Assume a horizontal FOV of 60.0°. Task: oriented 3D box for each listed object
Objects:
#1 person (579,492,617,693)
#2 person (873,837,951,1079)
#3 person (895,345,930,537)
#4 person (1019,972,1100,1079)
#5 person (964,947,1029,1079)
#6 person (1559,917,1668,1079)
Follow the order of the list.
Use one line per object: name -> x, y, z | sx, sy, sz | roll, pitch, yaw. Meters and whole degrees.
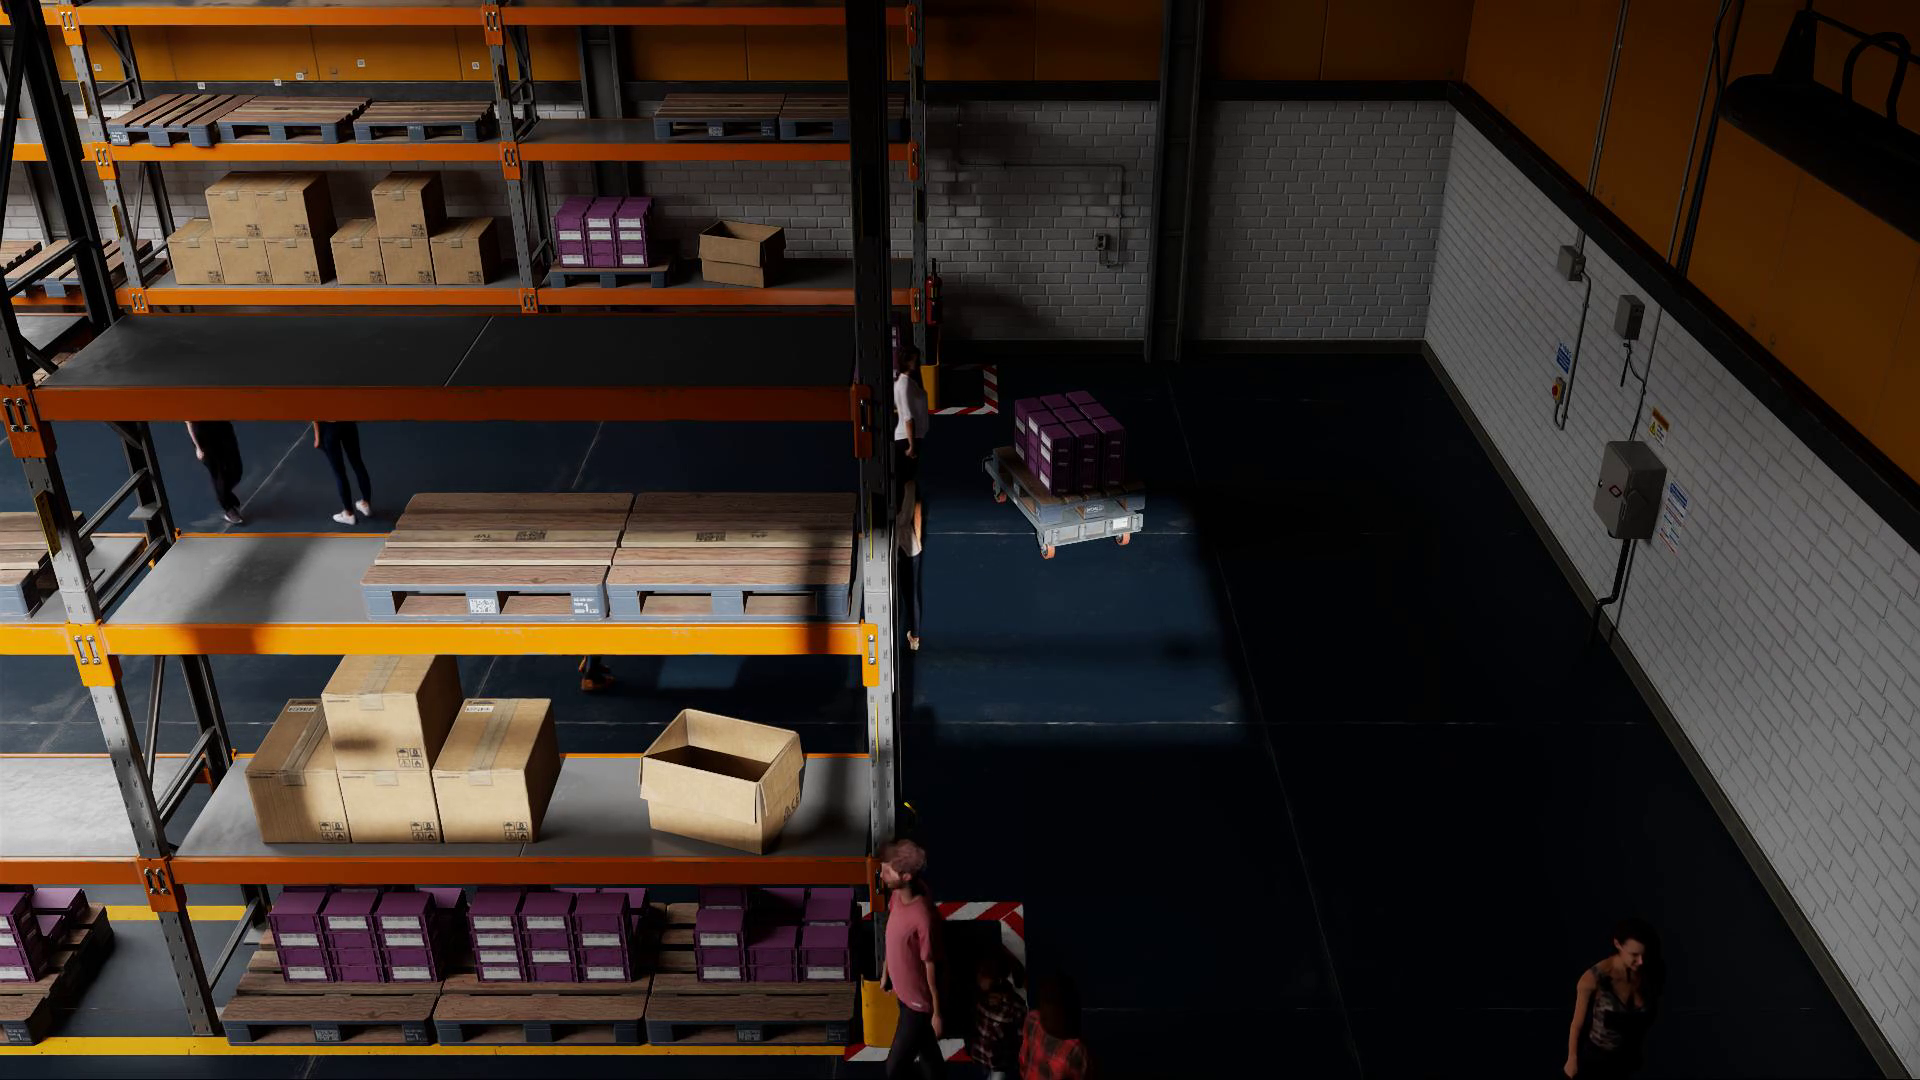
person -> -2.757, 0.406, 12.512 | 0.826, 1.681, 0.783 | -18, 33, -29
person -> -0.121, 2.335, 8.699 | 0.779, 1.945, 0.765 | -11, 31, -20
person -> -0.458, -0.891, 14.771 | 0.531, 1.794, 0.619 | 2, 29, 4
person -> 0.425, 2.799, 8.109 | 0.861, 1.695, 0.831 | -14, 32, -24
person -> 0.224, 2.656, 8.805 | 0.887, 1.279, 0.882 | 17, 33, 28
person -> 3.232, 2.596, 8.405 | 0.543, 1.769, 0.707 | -6, 29, -10
